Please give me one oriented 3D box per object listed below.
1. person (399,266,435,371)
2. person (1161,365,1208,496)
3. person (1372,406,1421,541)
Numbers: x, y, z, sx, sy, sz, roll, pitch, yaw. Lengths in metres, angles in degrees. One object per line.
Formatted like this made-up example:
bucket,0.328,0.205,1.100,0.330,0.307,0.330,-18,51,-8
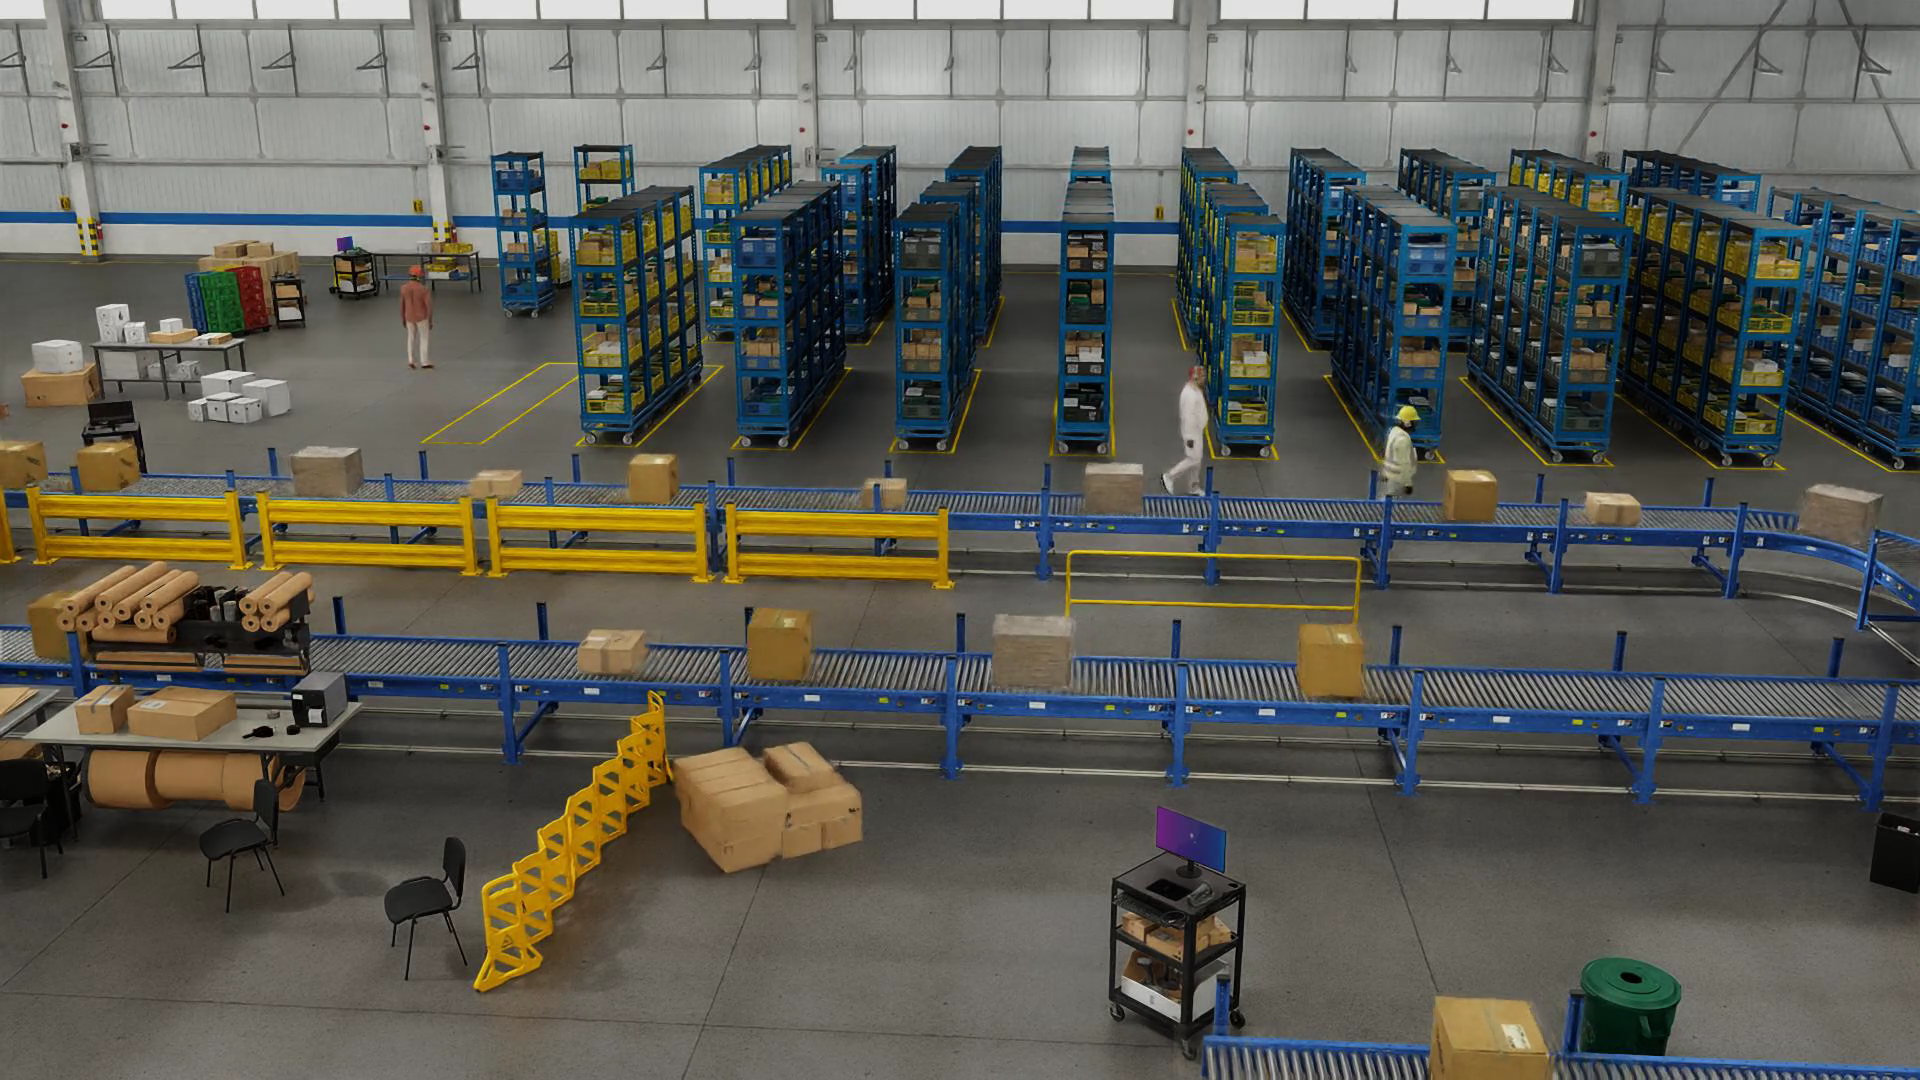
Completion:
person,-10.364,-4.230,31.748,0.632,1.986,0.435,4,18,12
person,3.207,-1.517,23.279,0.591,1.890,0.659,5,18,15
person,5.727,-0.826,21.236,0.903,1.792,0.623,2,18,7
